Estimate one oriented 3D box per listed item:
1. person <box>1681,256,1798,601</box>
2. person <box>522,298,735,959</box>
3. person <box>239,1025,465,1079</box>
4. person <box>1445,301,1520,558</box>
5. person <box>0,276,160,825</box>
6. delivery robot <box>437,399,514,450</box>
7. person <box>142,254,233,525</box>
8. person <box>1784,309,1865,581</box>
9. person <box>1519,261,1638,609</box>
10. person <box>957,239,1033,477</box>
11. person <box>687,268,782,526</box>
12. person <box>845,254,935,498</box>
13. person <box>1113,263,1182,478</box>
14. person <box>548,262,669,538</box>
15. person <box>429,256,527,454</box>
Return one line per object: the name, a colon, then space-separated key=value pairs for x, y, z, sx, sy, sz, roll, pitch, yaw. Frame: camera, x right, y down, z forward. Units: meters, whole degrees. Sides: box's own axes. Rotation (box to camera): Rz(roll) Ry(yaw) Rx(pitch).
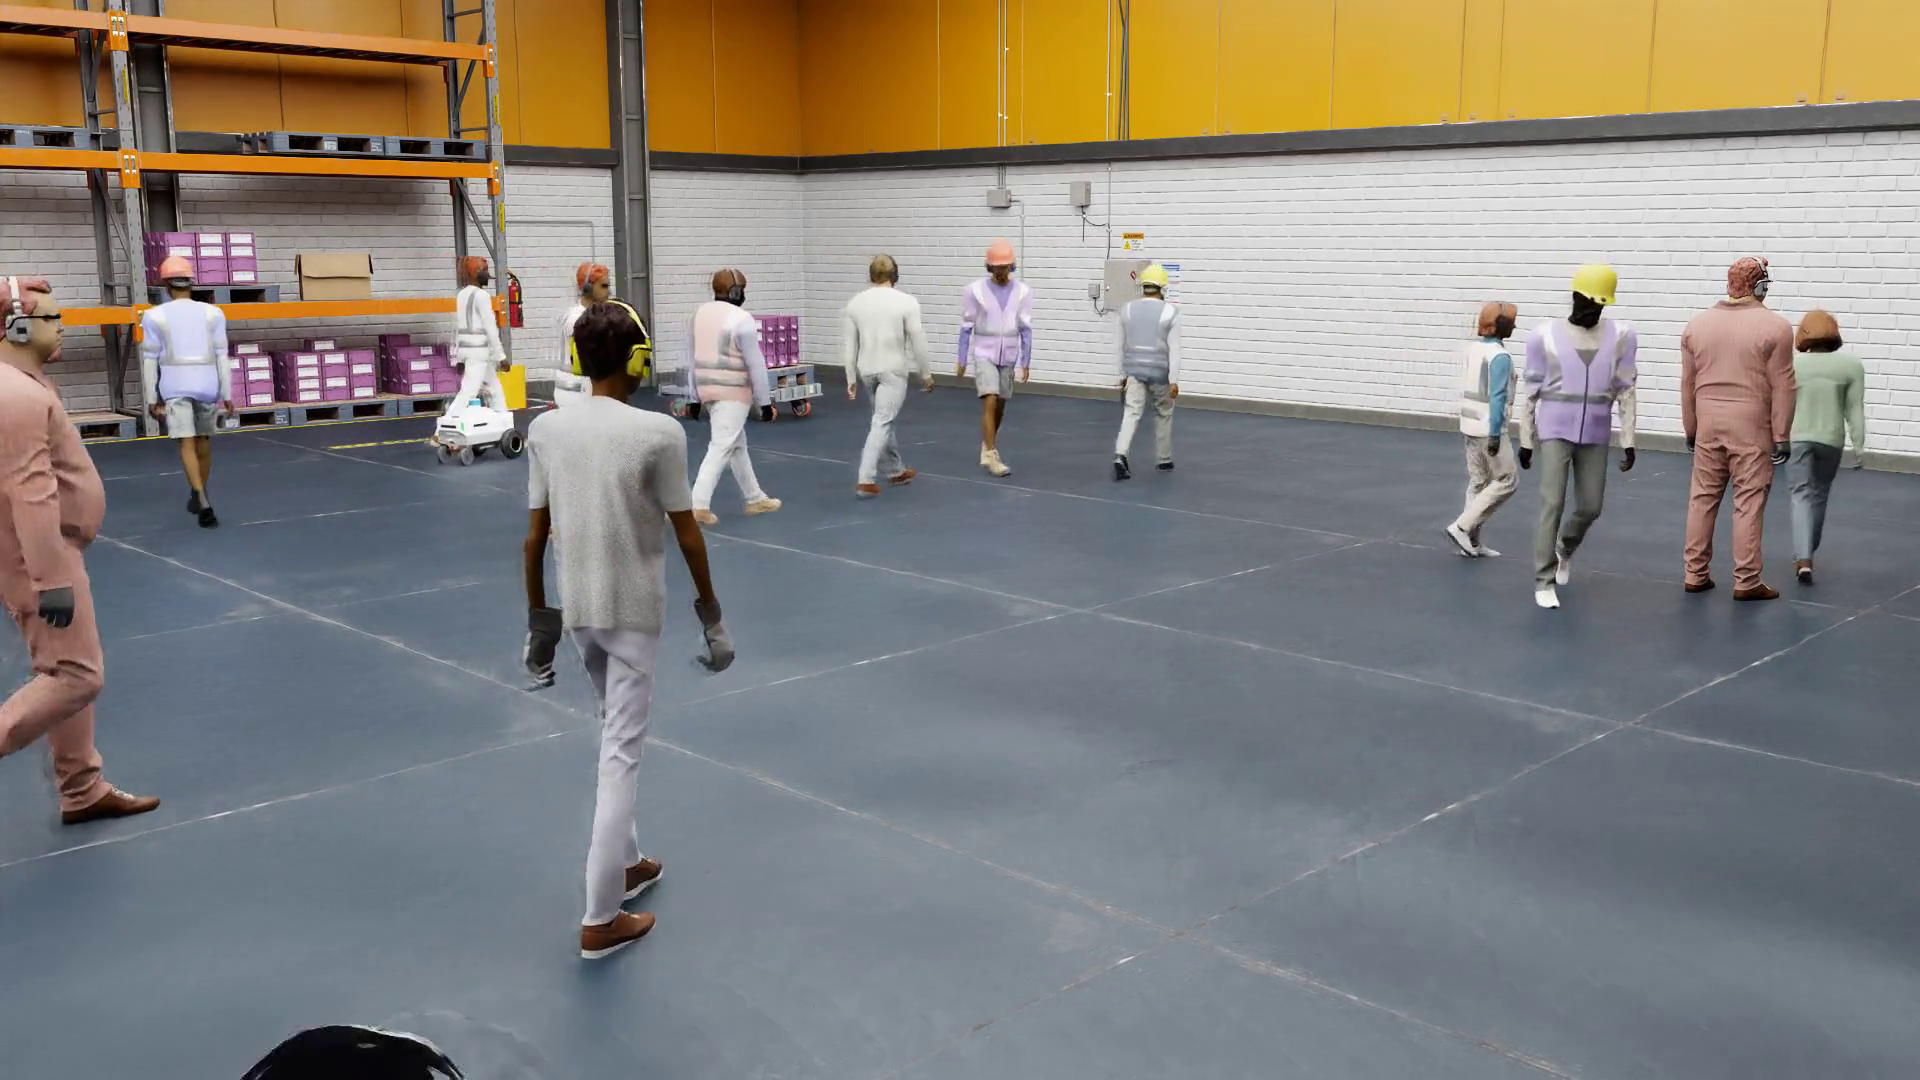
person: x=4.340 y=-0.617 z=9.278 sx=0.410 sy=1.909 sz=0.643 roll=-8 pitch=13 yaw=-36
person: x=-0.931 y=0.234 z=4.827 sx=0.541 sy=1.841 sz=0.761 roll=5 pitch=12 yaw=25
person: x=-0.385 y=0.933 z=0.855 sx=0.937 sy=1.892 sz=0.609 roll=-4 pitch=11 yaw=-23
person: x=3.276 y=-0.667 z=10.325 sx=0.378 sy=1.627 sz=0.520 roll=-1 pitch=10 yaw=-4
person: x=-3.102 y=0.077 z=5.521 sx=0.620 sy=1.892 sz=0.660 roll=-7 pitch=12 yaw=-33
delivery robot: x=-4.349 y=-1.026 z=14.935 sx=0.477 sy=0.478 sz=0.707 roll=5 pitch=12 yaw=26
person: x=-5.441 y=-1.062 z=11.753 sx=0.550 sy=1.901 sz=0.963 roll=-7 pitch=13 yaw=-34
person: x=5.056 y=-0.566 z=9.854 sx=0.517 sy=1.591 sz=0.839 roll=3 pitch=11 yaw=17
person: x=3.391 y=-0.596 z=9.221 sx=0.617 sy=1.891 sz=0.661 roll=1 pitch=10 yaw=3
person: x=0.284 y=-1.572 z=14.261 sx=0.625 sy=1.998 sz=0.905 roll=-3 pitch=11 yaw=-18
person: x=-1.634 y=-1.013 z=11.749 sx=0.643 sy=1.796 sz=0.958 roll=10 pitch=14 yaw=43
person: x=-0.582 y=-1.287 z=13.029 sx=0.644 sy=1.886 sz=1.044 roll=6 pitch=12 yaw=30
person: x=1.563 y=-1.413 z=13.940 sx=0.601 sy=1.797 sz=0.913 roll=5 pitch=12 yaw=27
person: x=-2.418 y=-0.914 z=11.088 sx=0.959 sy=1.834 sz=0.631 roll=0 pitch=10 yaw=2
person: x=-4.549 y=-1.727 z=15.536 sx=1.009 sy=1.842 sz=0.572 roll=-7 pitch=12 yaw=-33
